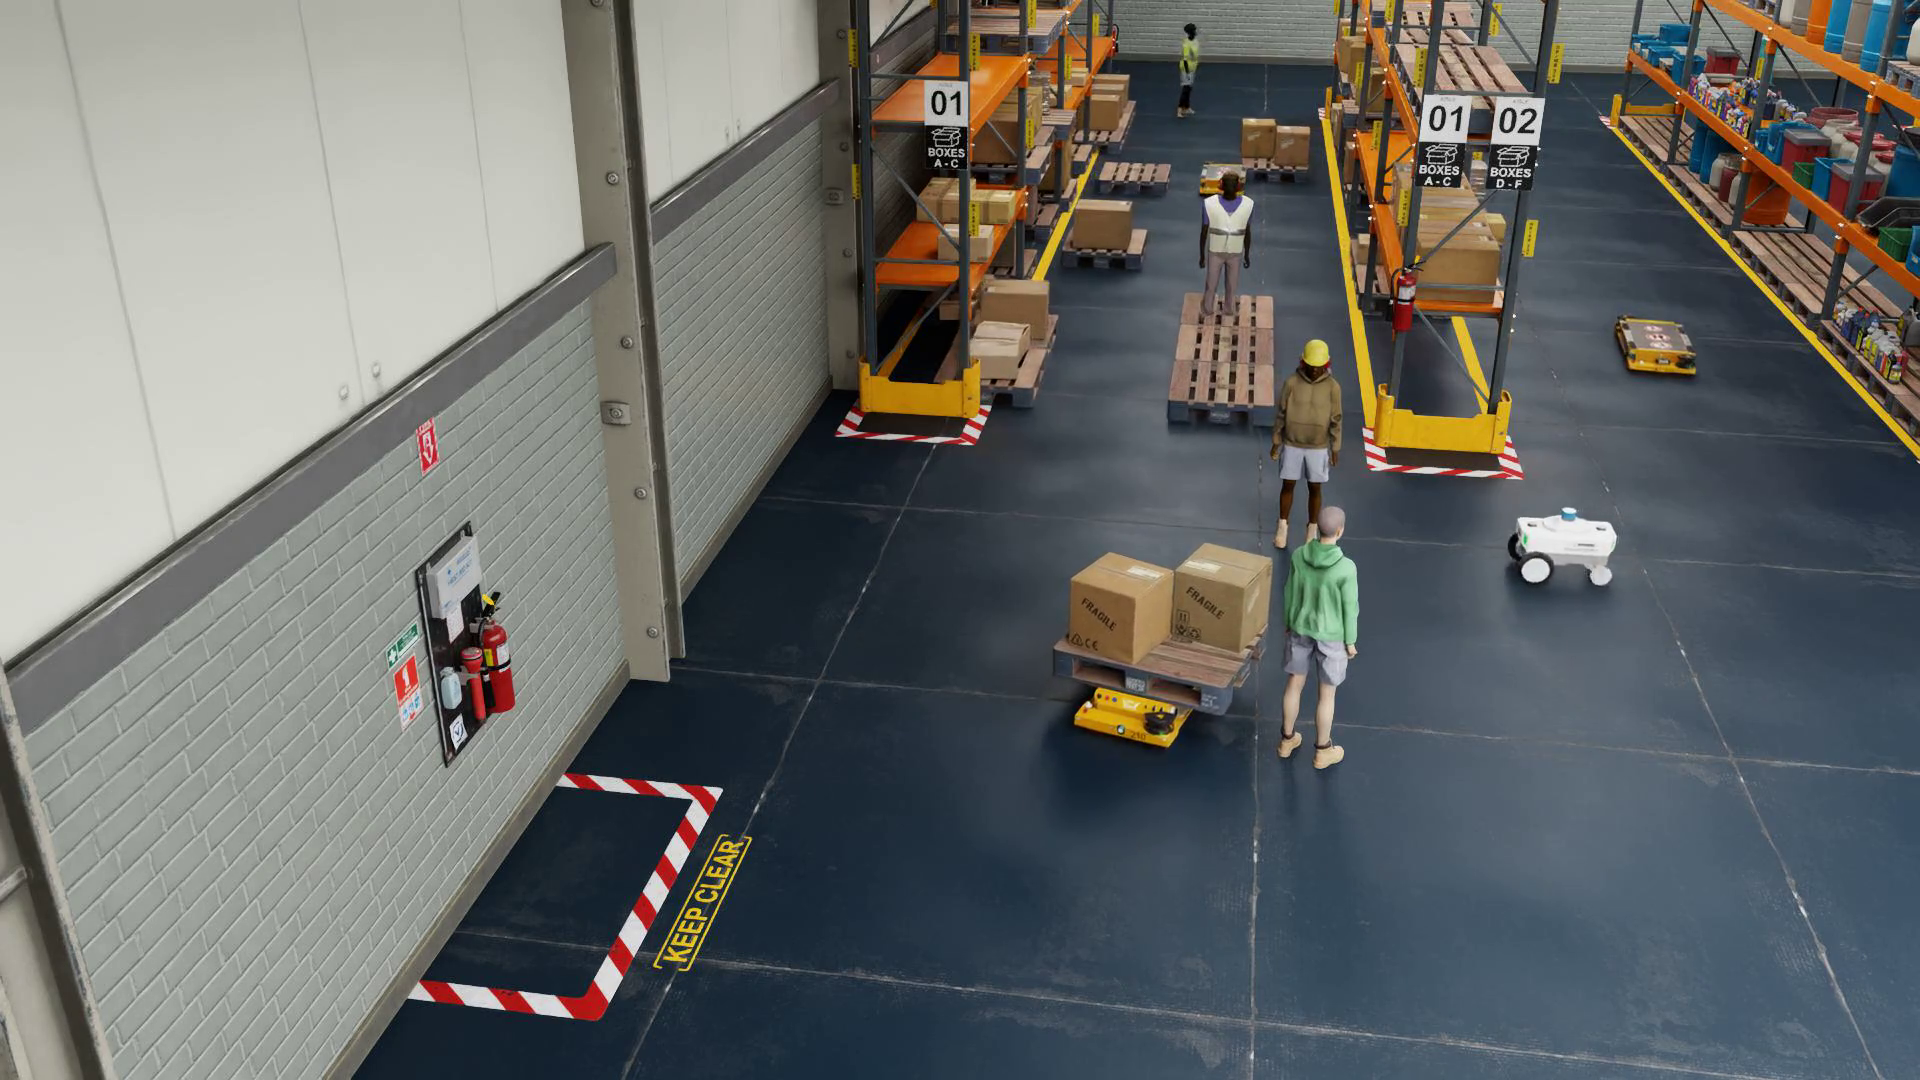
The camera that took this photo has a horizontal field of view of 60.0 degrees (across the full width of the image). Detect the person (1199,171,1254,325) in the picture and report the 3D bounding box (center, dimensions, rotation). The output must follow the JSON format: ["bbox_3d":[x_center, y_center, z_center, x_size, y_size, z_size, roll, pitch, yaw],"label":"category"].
[{"bbox_3d":[2.901,-3.126,18.195,0.563,1.838,0.405,-1,25,-2],"label":"person"}]

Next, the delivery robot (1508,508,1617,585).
[{"bbox_3d":[4.683,0.036,12.935,0.782,0.587,0.499,3,25,7],"label":"delivery robot"}]

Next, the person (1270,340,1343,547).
[{"bbox_3d":[2.759,-0.771,13.248,0.544,1.756,0.416,7,26,15],"label":"person"}]

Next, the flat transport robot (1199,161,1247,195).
[{"bbox_3d":[3.955,-5.417,24.952,0.659,0.231,1.431,4,25,9],"label":"flat transport robot"}]

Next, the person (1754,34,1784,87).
[{"bbox_3d":[15.852,-9.758,32.484,0.318,1.758,0.532,-19,31,-34],"label":"person"}]

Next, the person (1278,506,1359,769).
[{"bbox_3d":[2.216,0.606,10.320,0.484,1.739,0.333,18,30,33],"label":"person"}]

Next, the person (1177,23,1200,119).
[{"bbox_3d":[4.101,-8.390,29.672,0.318,1.660,0.632,12,28,25],"label":"person"}]

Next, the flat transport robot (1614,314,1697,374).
[{"bbox_3d":[7.454,-2.099,17.851,0.659,0.231,1.431,6,26,13],"label":"flat transport robot"}]

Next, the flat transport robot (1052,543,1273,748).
[{"bbox_3d":[1.351,0.936,11.354,0.659,0.231,1.431,12,27,23],"label":"flat transport robot"}]
